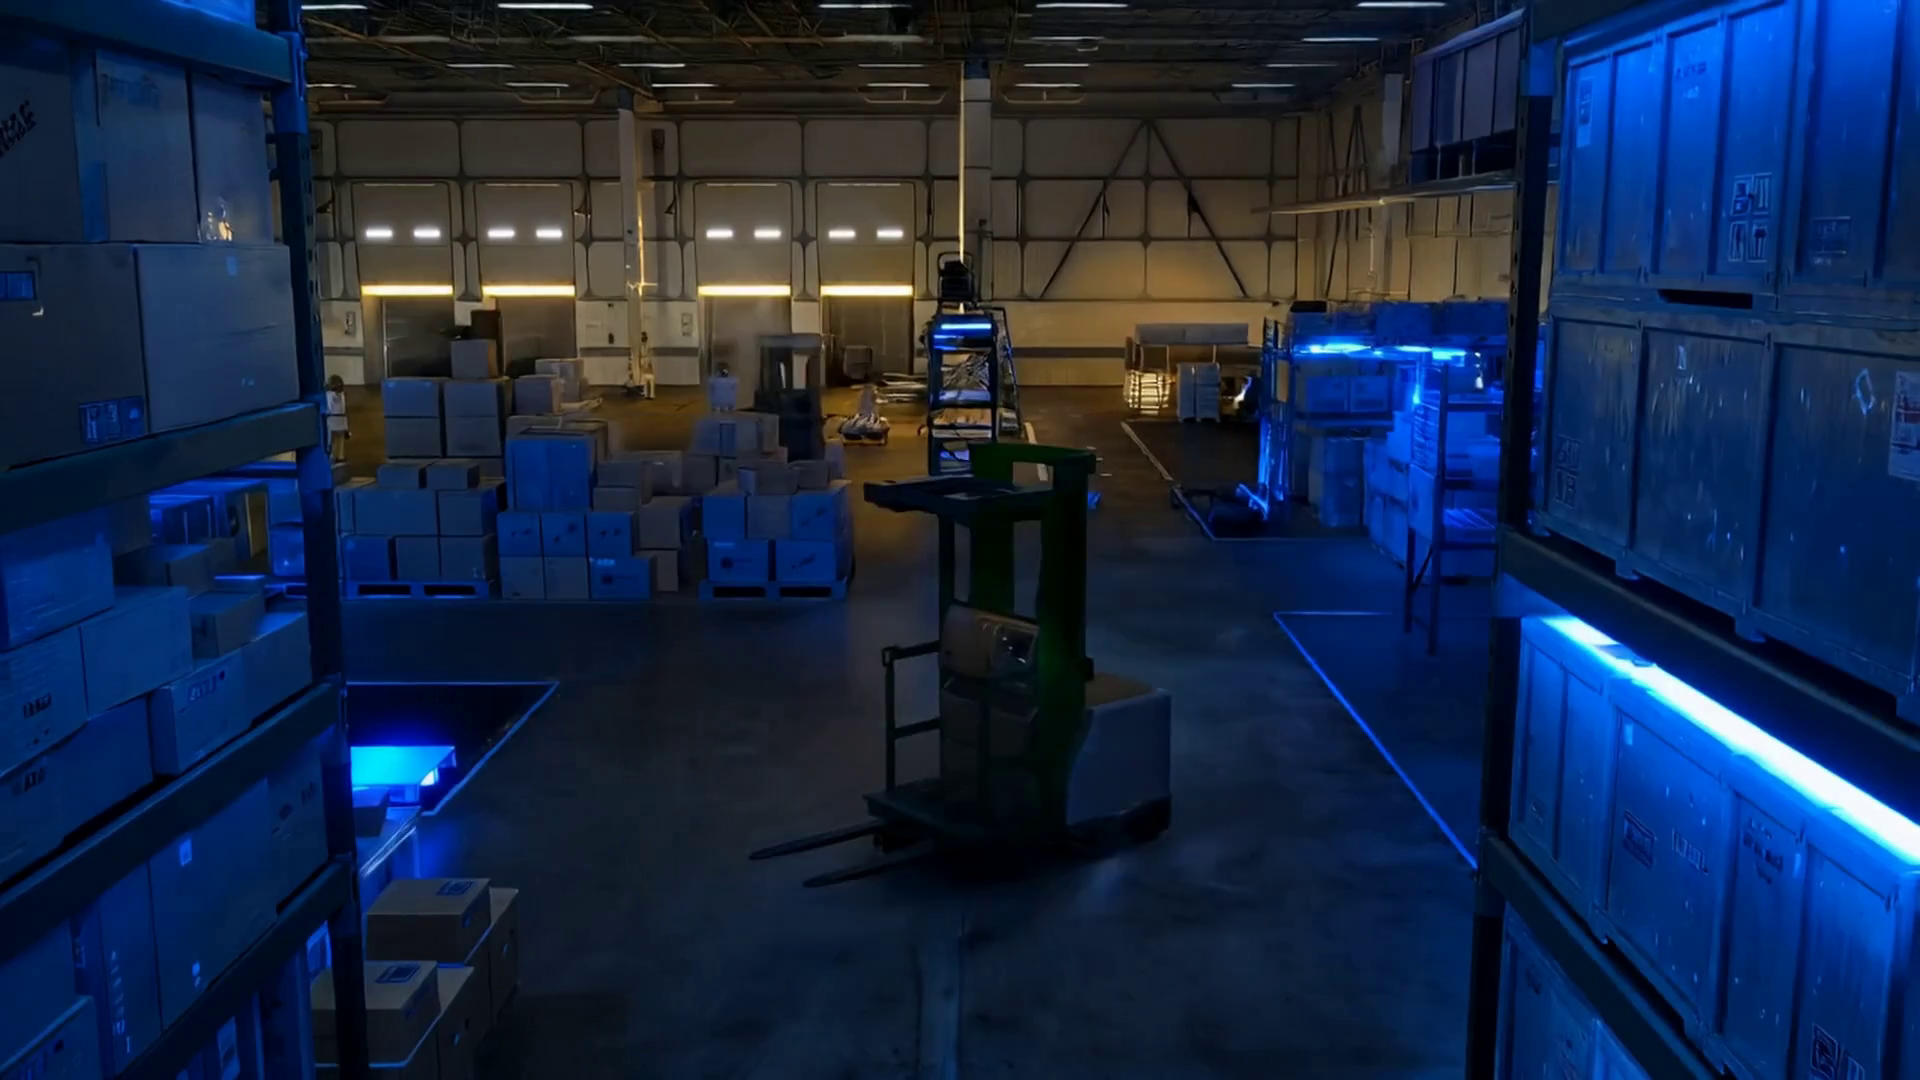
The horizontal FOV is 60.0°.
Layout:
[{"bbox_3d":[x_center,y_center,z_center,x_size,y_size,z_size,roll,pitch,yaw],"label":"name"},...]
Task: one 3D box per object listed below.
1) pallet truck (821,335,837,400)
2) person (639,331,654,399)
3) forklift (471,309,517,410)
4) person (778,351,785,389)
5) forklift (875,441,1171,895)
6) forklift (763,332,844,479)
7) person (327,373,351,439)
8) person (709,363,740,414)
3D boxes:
[{"bbox_3d":[-3.021,-4.312,43.126,1.885,1.965,0.823,3,10,17],"label":"pallet truck"},{"bbox_3d":[-8.885,-4.947,46.996,0.544,1.929,0.386,8,13,39],"label":"person"},{"bbox_3d":[-10.871,-3.933,38.391,1.873,2.768,1.129,1,10,7],"label":"forklift"},{"bbox_3d":[-4.402,-3.513,38.924,0.869,1.850,0.606,-6,12,-33],"label":"person"},{"bbox_3d":[0.487,0.745,11.407,1.873,2.768,1.129,-8,13,-39],"label":"forklift"},{"bbox_3d":[-2.714,-2.017,27.341,1.129,2.768,1.873,3,10,17],"label":"forklift"},{"bbox_3d":[-11.414,-2.094,30.511,0.377,1.932,0.551,5,11,29],"label":"person"},{"bbox_3d":[-4.827,-2.698,34.155,0.652,1.888,1.039,-2,10,-13],"label":"person"}]
